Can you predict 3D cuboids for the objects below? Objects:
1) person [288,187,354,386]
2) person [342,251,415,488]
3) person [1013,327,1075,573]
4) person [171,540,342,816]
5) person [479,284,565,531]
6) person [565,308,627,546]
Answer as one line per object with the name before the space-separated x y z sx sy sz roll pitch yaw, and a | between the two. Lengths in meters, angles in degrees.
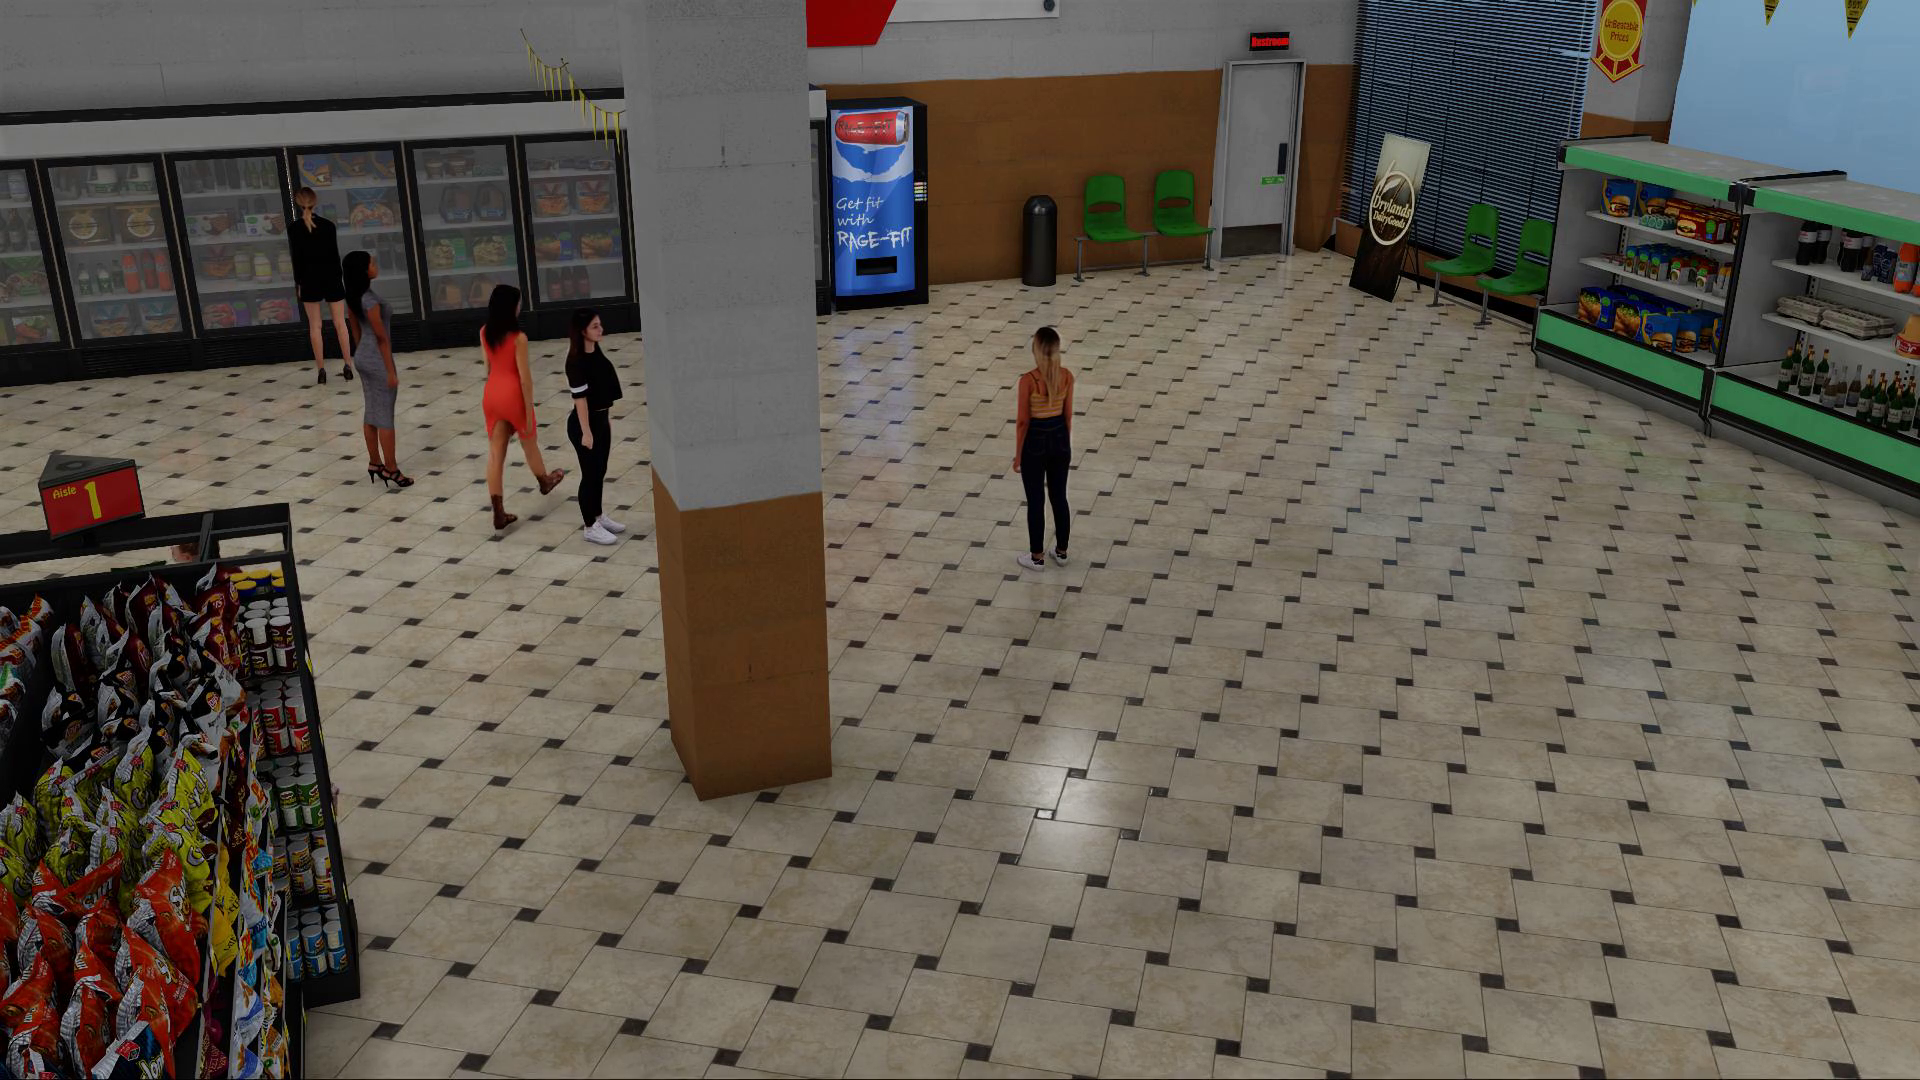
person | -5.723 -2.272 14.875 0.584 1.768 0.536 -10 24 -24
person | -4.349 -1.265 12.350 0.718 1.781 0.591 -20 29 -40
person | 0.555 -0.594 10.887 0.590 1.627 0.527 -11 24 -25
person | -3.284 0.700 7.595 0.942 1.680 0.976 3 22 8
person | -3.184 -0.878 11.540 1.016 1.668 1.177 6 23 15
person | -2.513 -0.789 11.356 0.761 1.639 0.658 2 22 6
